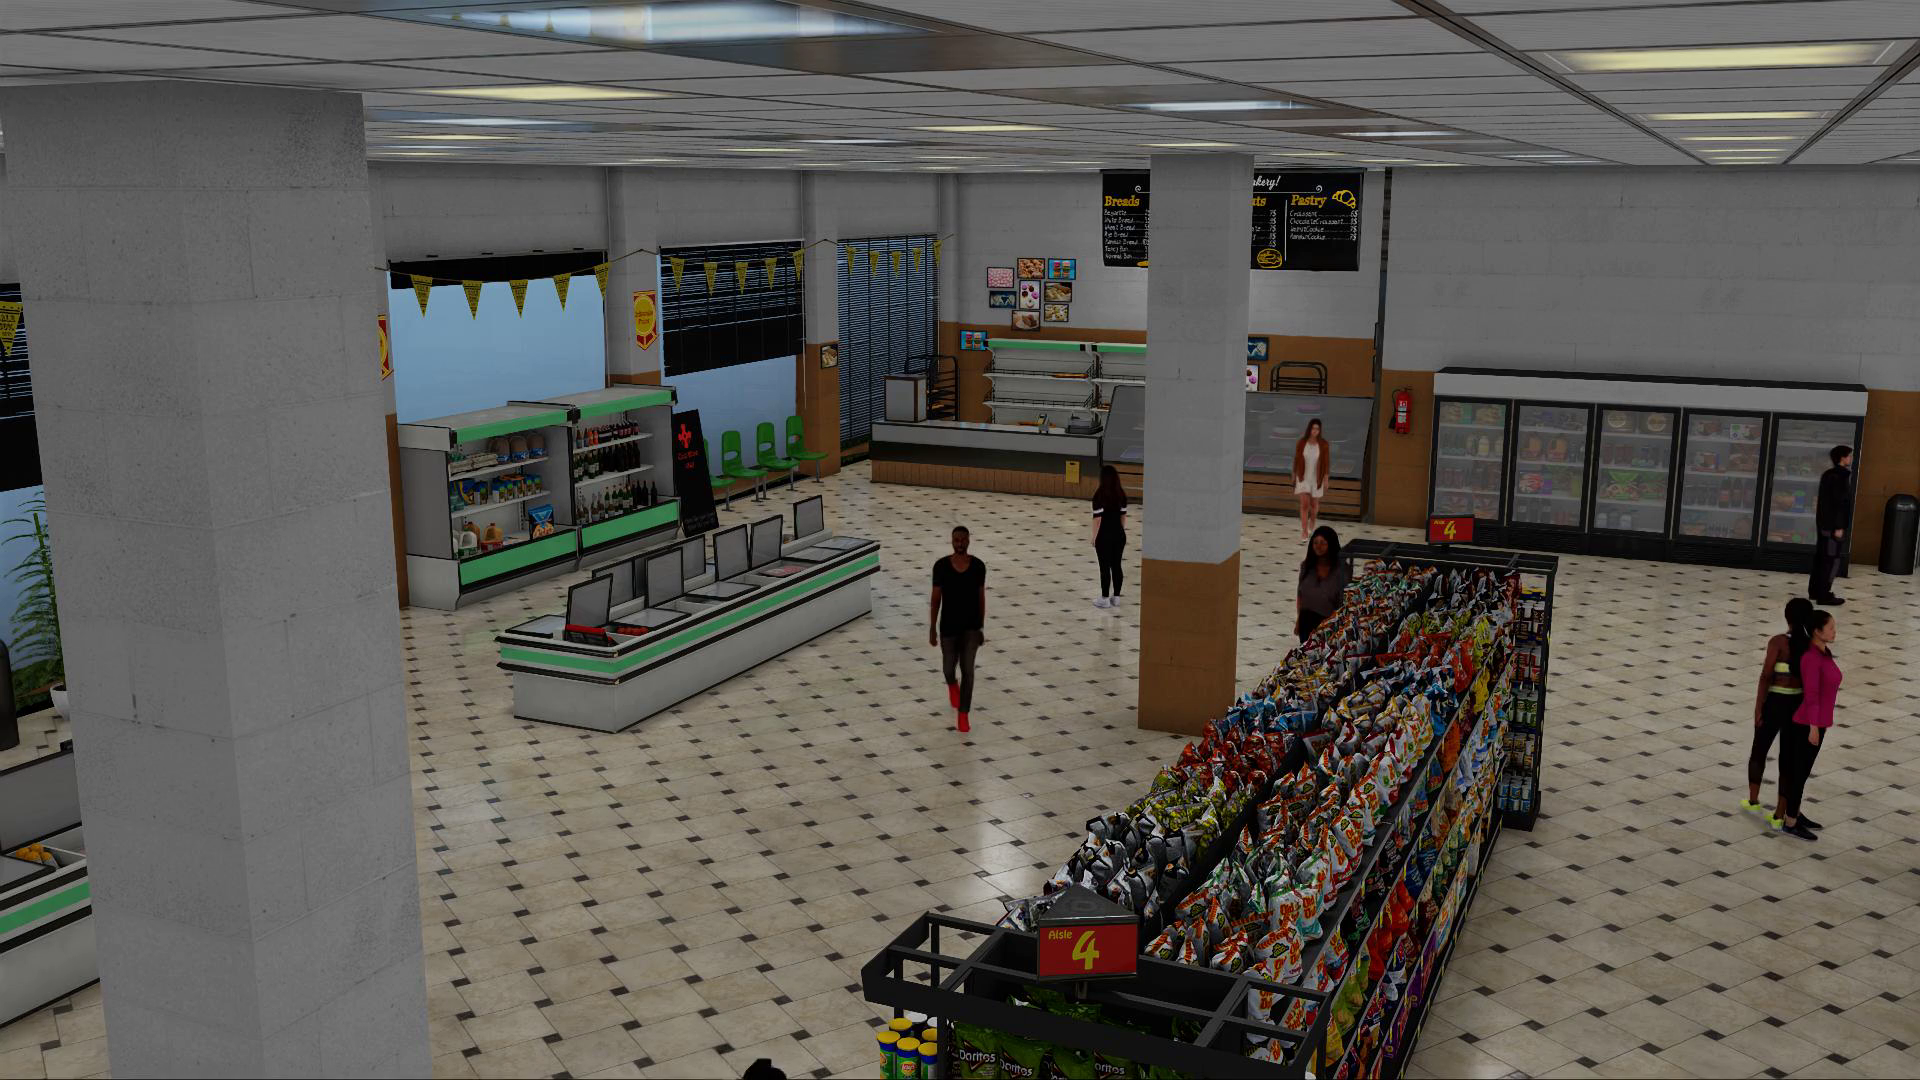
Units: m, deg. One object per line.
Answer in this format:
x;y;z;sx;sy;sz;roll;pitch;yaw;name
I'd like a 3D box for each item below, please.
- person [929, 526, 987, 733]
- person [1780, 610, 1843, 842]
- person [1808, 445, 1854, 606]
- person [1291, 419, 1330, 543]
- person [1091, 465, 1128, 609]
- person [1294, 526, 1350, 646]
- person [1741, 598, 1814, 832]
-0.011;0.755;14.849;1.000;1.776;1.242;0;12;-1;person
6.259;1.341;12.252;0.674;1.699;0.555;8;14;33;person
10.019;-0.181;19.142;0.828;1.839;0.592;2;12;12;person
4.765;-0.828;22.647;0.851;1.661;1.184;2;12;10;person
1.707;-0.046;18.988;0.695;1.639;0.773;-6;13;-28;person
3.238;0.766;14.690;0.765;1.821;0.981;9;15;36;person
6.137;1.305;12.333;0.702;1.736;0.802;0;12;0;person
